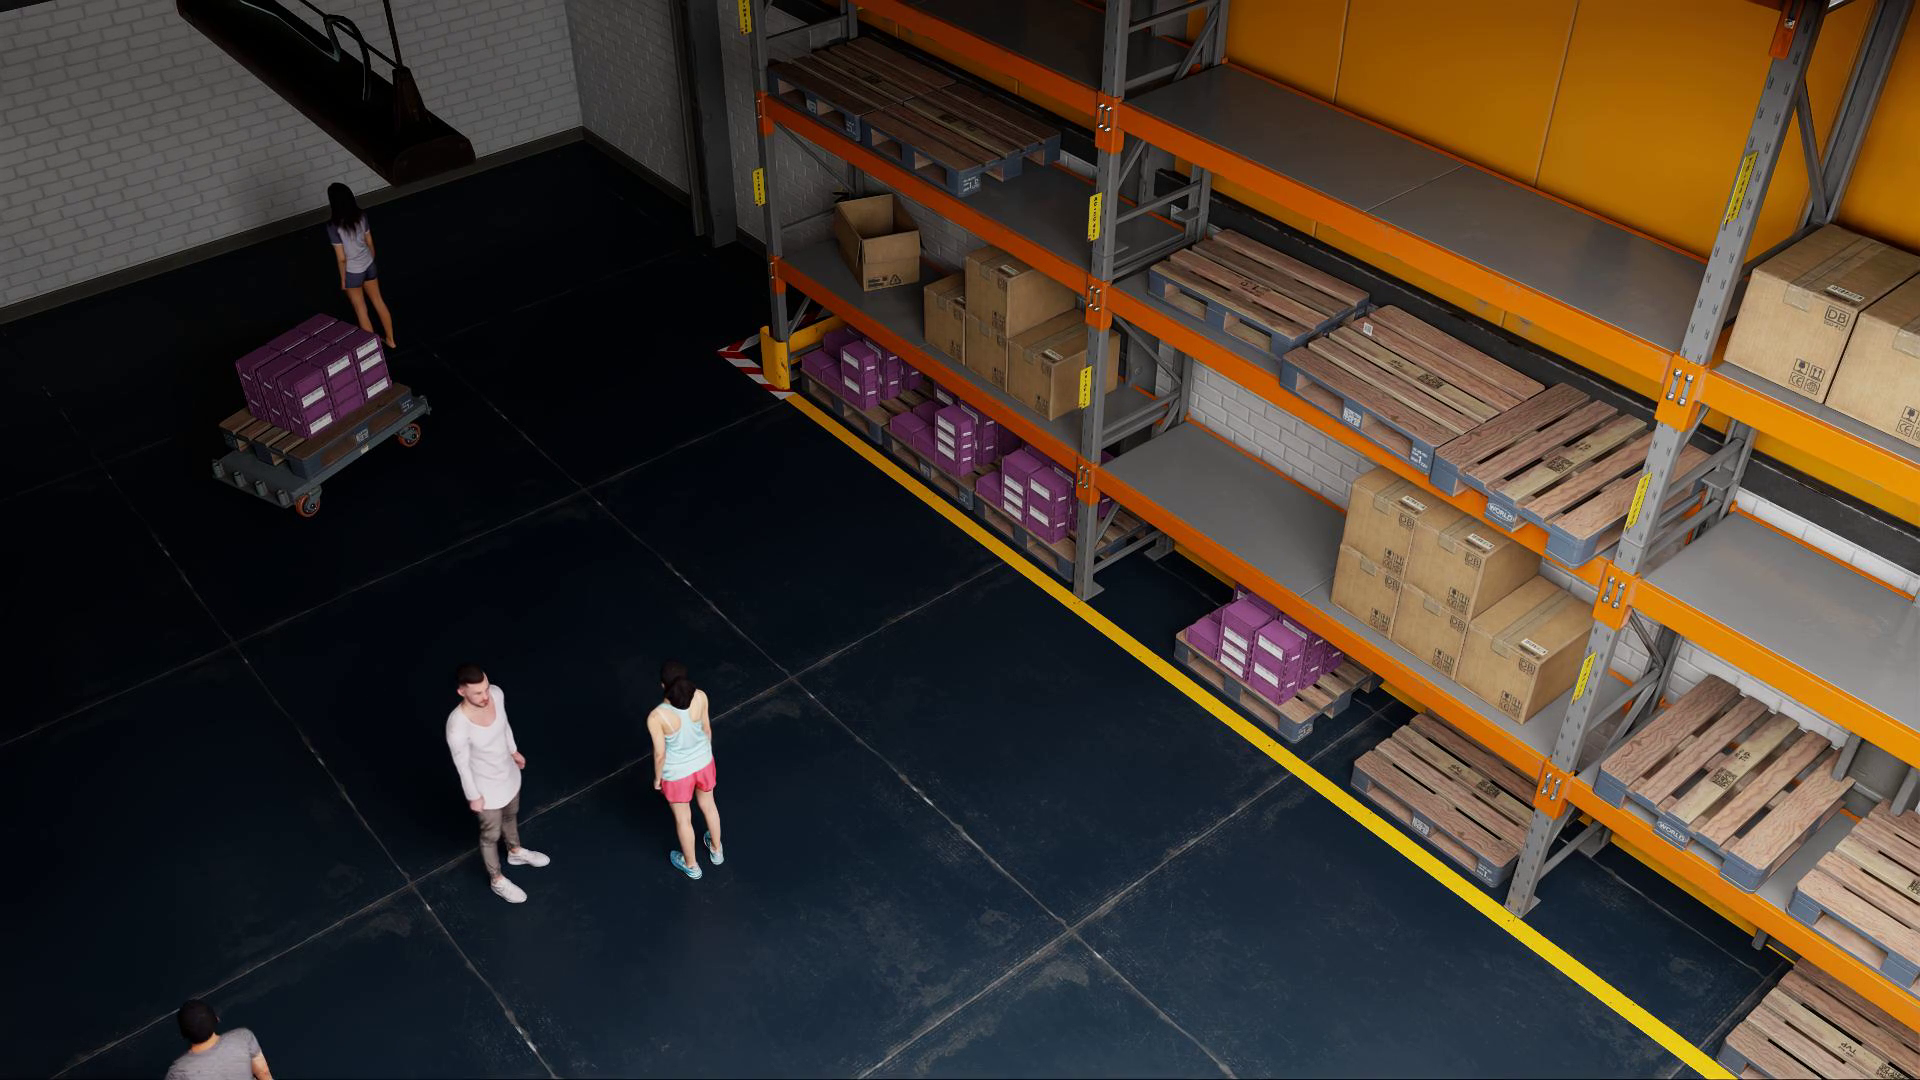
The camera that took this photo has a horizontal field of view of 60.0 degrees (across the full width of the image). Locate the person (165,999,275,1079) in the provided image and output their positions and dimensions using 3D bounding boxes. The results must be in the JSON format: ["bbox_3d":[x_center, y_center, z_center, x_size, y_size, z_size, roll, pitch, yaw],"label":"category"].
[{"bbox_3d":[-3.624,2.963,8.377,1.071,1.730,0.714,30,47,32],"label":"person"}]

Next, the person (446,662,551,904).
[{"bbox_3d":[-2.878,1.446,10.194,0.753,1.835,0.754,12,40,15],"label":"person"}]

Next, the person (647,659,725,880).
[{"bbox_3d":[-1.695,1.404,10.301,0.581,1.765,0.573,-26,46,-29],"label":"person"}]

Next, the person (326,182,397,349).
[{"bbox_3d":[-5.491,-2.462,15.168,0.614,1.734,0.648,20,43,23],"label":"person"}]
